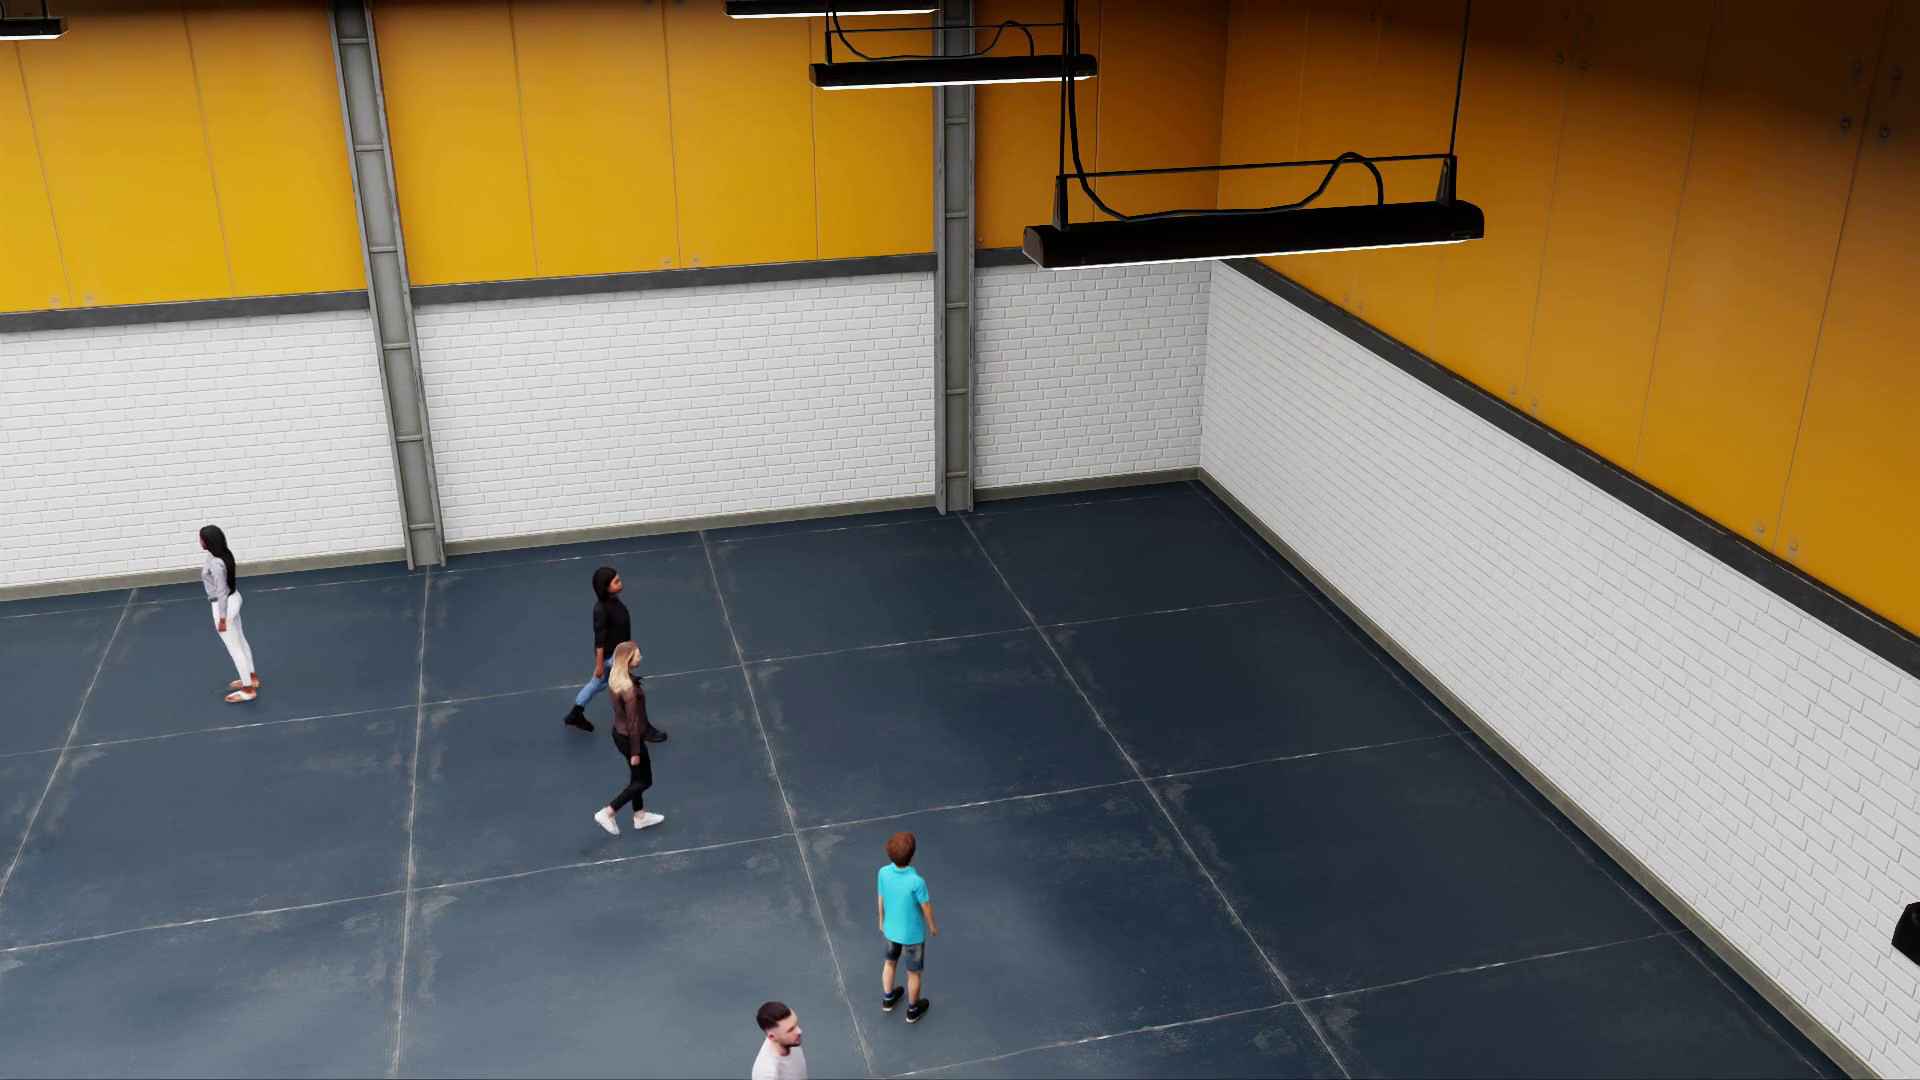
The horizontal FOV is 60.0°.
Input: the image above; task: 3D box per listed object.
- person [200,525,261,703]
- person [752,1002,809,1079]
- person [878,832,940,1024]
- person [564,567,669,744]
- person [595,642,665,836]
[{"bbox_3d":[-6.707,0.648,15.230,0.498,1.723,0.602,-5,24,-12],"label":"person"},{"bbox_3d":[-0.958,3.267,9.095,0.707,1.839,0.757,4,24,8],"label":"person"},{"bbox_3d":[-0.382,2.595,11.120,0.627,1.447,0.687,13,27,27],"label":"person"},{"bbox_3d":[-3.126,1.018,14.472,1.210,1.653,0.765,0,24,1],"label":"person"},{"bbox_3d":[-2.671,1.592,13.111,0.871,1.692,0.712,-12,26,-26],"label":"person"}]
